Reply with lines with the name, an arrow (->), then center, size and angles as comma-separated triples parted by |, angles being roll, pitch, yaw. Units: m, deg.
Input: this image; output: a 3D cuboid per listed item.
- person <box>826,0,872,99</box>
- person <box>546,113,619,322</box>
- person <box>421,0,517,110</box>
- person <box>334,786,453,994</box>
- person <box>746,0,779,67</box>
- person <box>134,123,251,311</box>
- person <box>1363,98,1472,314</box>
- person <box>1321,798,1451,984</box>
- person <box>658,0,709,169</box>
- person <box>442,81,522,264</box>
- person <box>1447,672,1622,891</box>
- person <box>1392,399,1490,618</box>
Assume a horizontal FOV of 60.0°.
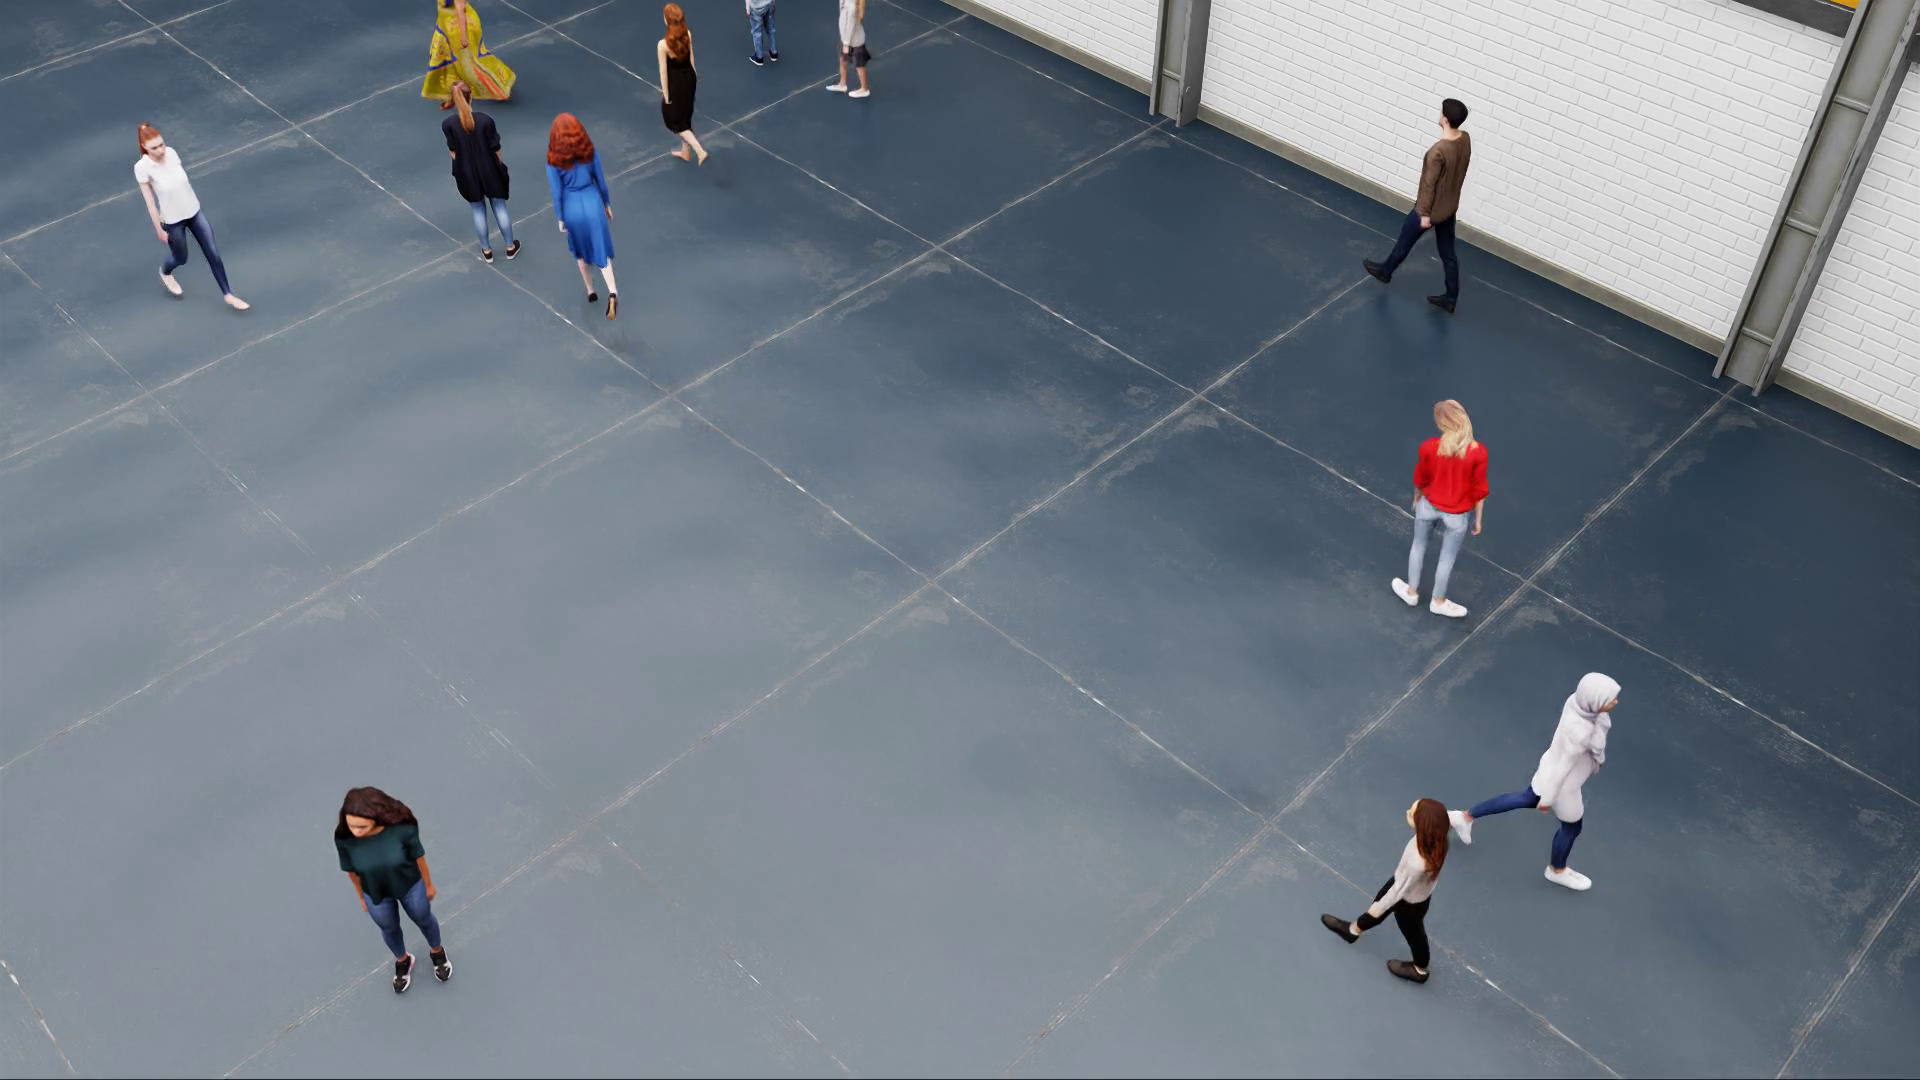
person -> -1.002, -4.975, 16.451 | 0.773, 1.265, 0.729 | -5, 44, -5
person -> -3.033, -2.554, 13.516 | 0.839, 1.807, 1.046 | -17, 46, -17
person -> -4.806, -4.997, 16.204 | 0.950, 1.638, 1.178 | -26, 49, -25
person -> -3.070, 1.865, 9.017 | 0.705, 1.615, 0.741 | -9, 44, -9
person -> -2.048, -5.484, 16.989 | 0.523, 1.260, 0.534 | -23, 48, -23
person -> -6.492, -2.656, 13.698 | 1.148, 1.705, 0.782 | 22, 48, 21
person -> 3.975, -2.692, 13.639 | 0.736, 1.838, 1.192 | -30, 51, -27
person -> 2.525, 1.955, 9.038 | 0.960, 1.456, 0.745 | 17, 46, 17
person -> -2.536, -4.150, 15.337 | 0.828, 1.607, 0.579 | 32, 52, 29
person -> -4.103, -3.143, 14.219 | 0.718, 1.691, 0.748 | -6, 44, -6
person -> 3.333, 1.328, 9.490 | 1.212, 1.740, 0.950 | 13, 45, 14
person -> 3.280, -0.163, 11.098 | 0.628, 1.682, 0.859 | 27, 50, 26
